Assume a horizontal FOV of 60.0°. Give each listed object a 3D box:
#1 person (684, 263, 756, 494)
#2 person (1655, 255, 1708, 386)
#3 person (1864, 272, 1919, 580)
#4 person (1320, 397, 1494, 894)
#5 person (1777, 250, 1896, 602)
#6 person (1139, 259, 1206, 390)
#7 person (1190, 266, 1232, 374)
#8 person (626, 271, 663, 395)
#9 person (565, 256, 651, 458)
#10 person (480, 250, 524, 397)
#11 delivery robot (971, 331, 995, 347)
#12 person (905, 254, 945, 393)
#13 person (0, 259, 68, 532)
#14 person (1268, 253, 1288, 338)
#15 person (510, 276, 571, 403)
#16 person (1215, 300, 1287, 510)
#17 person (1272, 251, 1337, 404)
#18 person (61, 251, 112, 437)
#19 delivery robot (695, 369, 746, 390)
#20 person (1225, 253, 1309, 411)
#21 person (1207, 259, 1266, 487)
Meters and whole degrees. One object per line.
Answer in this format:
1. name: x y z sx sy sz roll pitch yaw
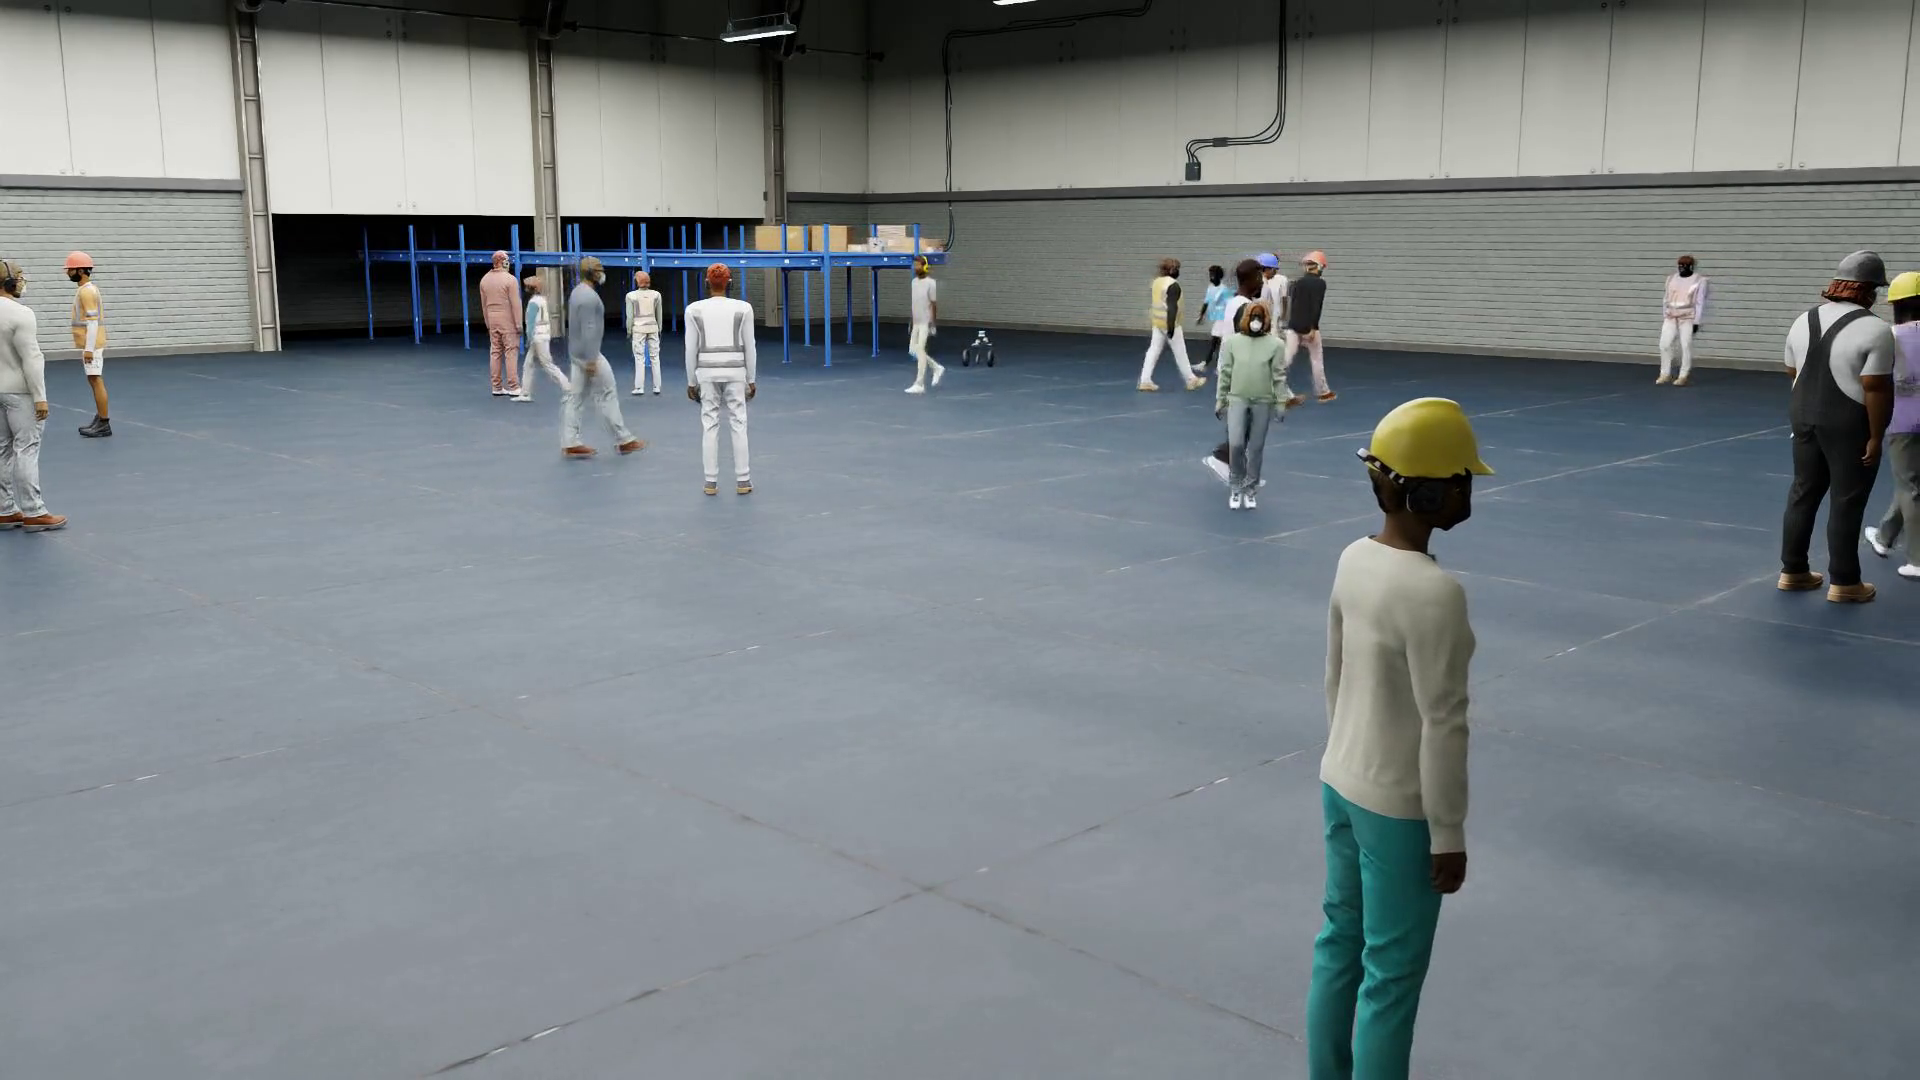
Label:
1. person: -1.958 -1.322 13.668 0.572 1.883 0.358 -1 10 -4
2. person: 10.077 -3.069 23.328 0.690 1.823 0.641 -8 13 -39
3. person: 5.924 -0.734 10.481 0.605 1.867 0.988 0 10 -2
4. person: 0.970 0.569 3.670 0.328 1.769 0.526 -2 11 -10
5. person: 5.192 -0.662 9.754 0.536 2.000 0.676 -4 11 -20
6. person: 2.888 -2.943 22.761 0.977 1.787 0.654 -4 11 -20
7. person: 3.847 -3.333 25.258 0.901 1.647 0.546 -3 11 -18
8. person: -4.195 -2.753 22.137 0.514 1.641 0.307 -7 12 -32
9. person: -3.400 -1.745 15.898 0.900 1.906 0.655 -5 11 -24
10. person: -6.003 -2.857 21.959 0.641 1.913 0.407 6 12 29
11. delivery robot: 0.355 -3.299 27.217 0.335 0.223 0.698 3 11 15
12. person: -0.485 -2.936 22.549 0.610 1.855 0.530 -7 13 -35
13. person: -6.806 -1.038 11.966 0.638 1.938 0.356 5 11 24
14. person: 4.361 -3.103 23.433 0.327 1.865 0.520 -10 15 -44
15. person: -5.275 -2.532 21.037 0.837 1.600 0.509 -1 10 -6
16. person: 2.240 -1.031 12.784 0.538 1.610 0.525 1 10 7
17. person: 4.328 -2.668 20.941 1.068 1.916 0.649 -6 12 -31
18. person: -9.251 -2.076 17.630 0.357 1.937 0.551 -6 12 -28
19. delivery robot: -3.082 -2.078 21.263 0.707 0.478 0.477 -3 11 -18
20. person: 3.661 -2.469 19.902 1.003 1.885 0.611 -1 10 -6
21. person: 2.378 -1.387 13.943 0.440 1.908 0.613 1 10 3
